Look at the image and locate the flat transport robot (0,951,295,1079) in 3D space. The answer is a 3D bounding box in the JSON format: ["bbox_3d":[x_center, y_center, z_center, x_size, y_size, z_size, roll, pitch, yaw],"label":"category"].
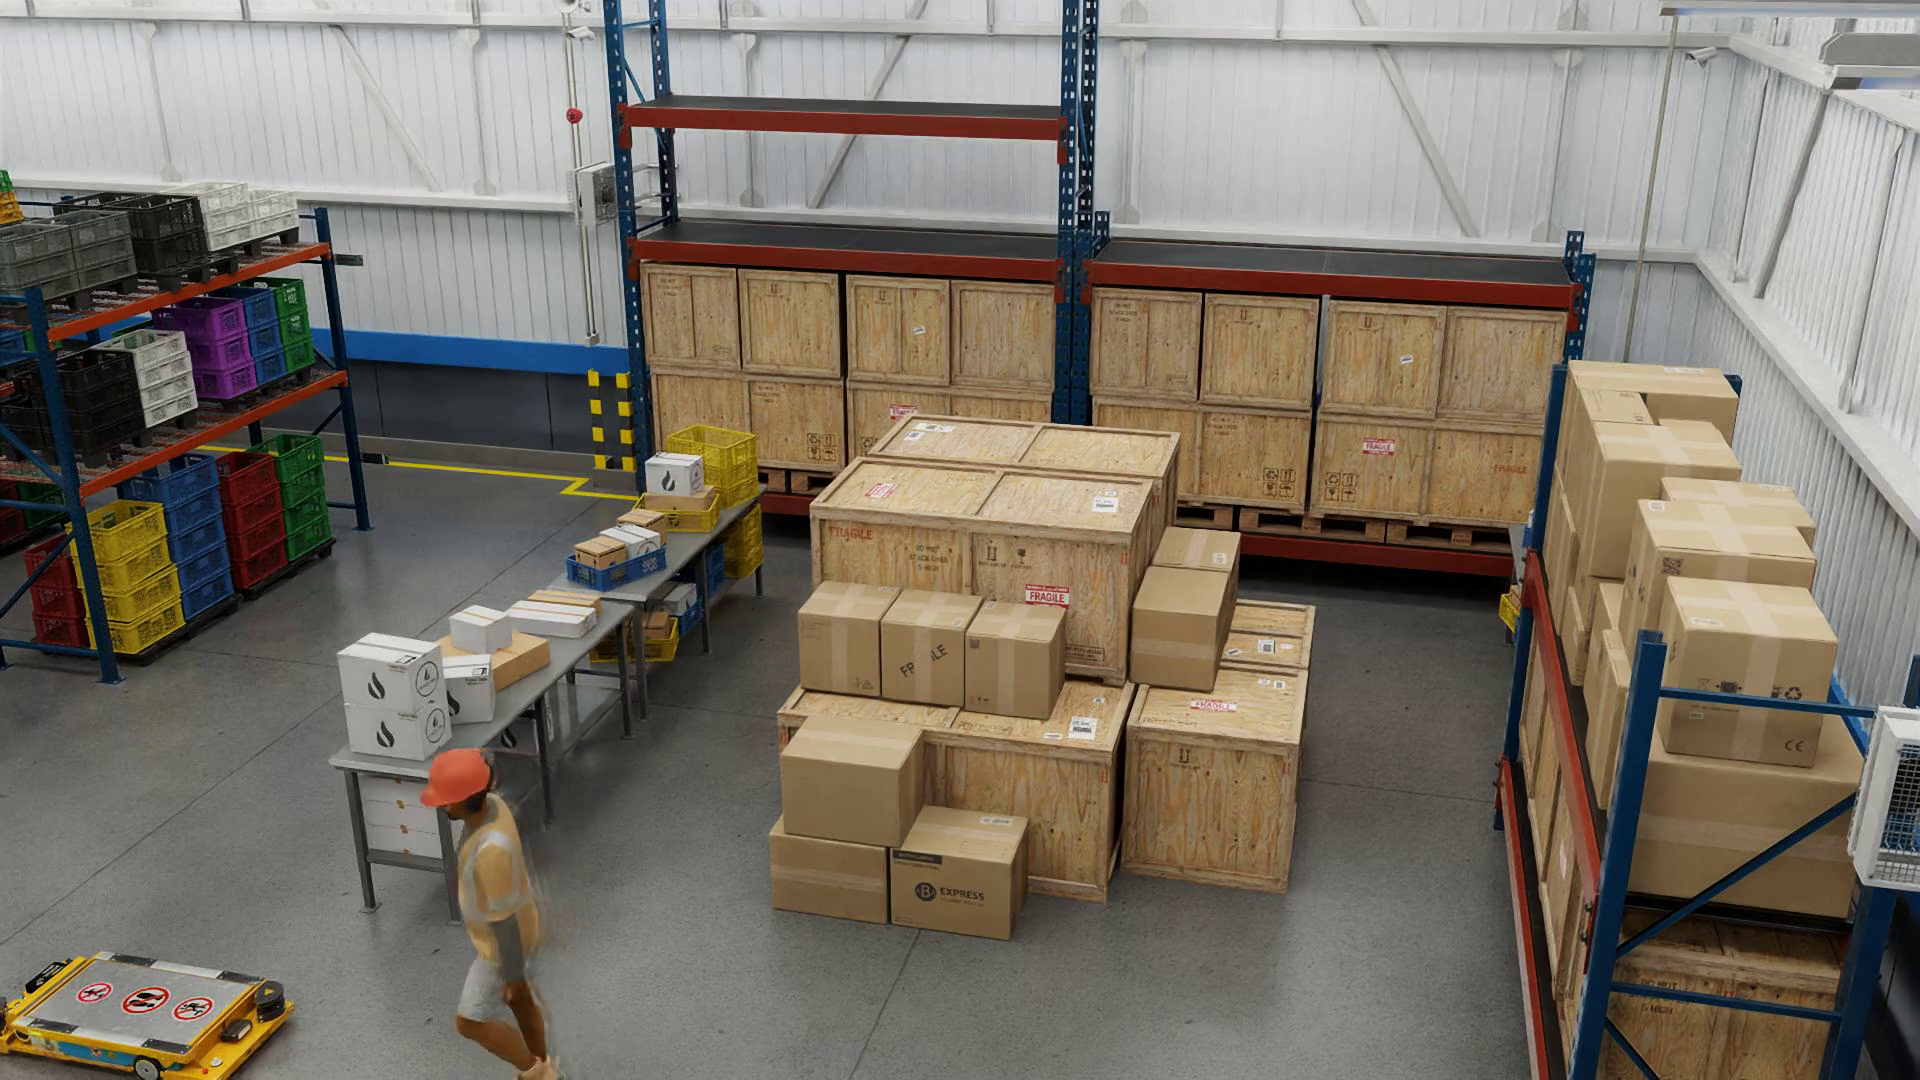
[{"bbox_3d":[-4.270,2.464,8.601,1.431,0.231,0.659,5,22,13],"label":"flat transport robot"}]

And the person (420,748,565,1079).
[{"bbox_3d":[-2.175,1.843,7.771,0.493,2.016,0.655,-5,21,-12],"label":"person"}]
